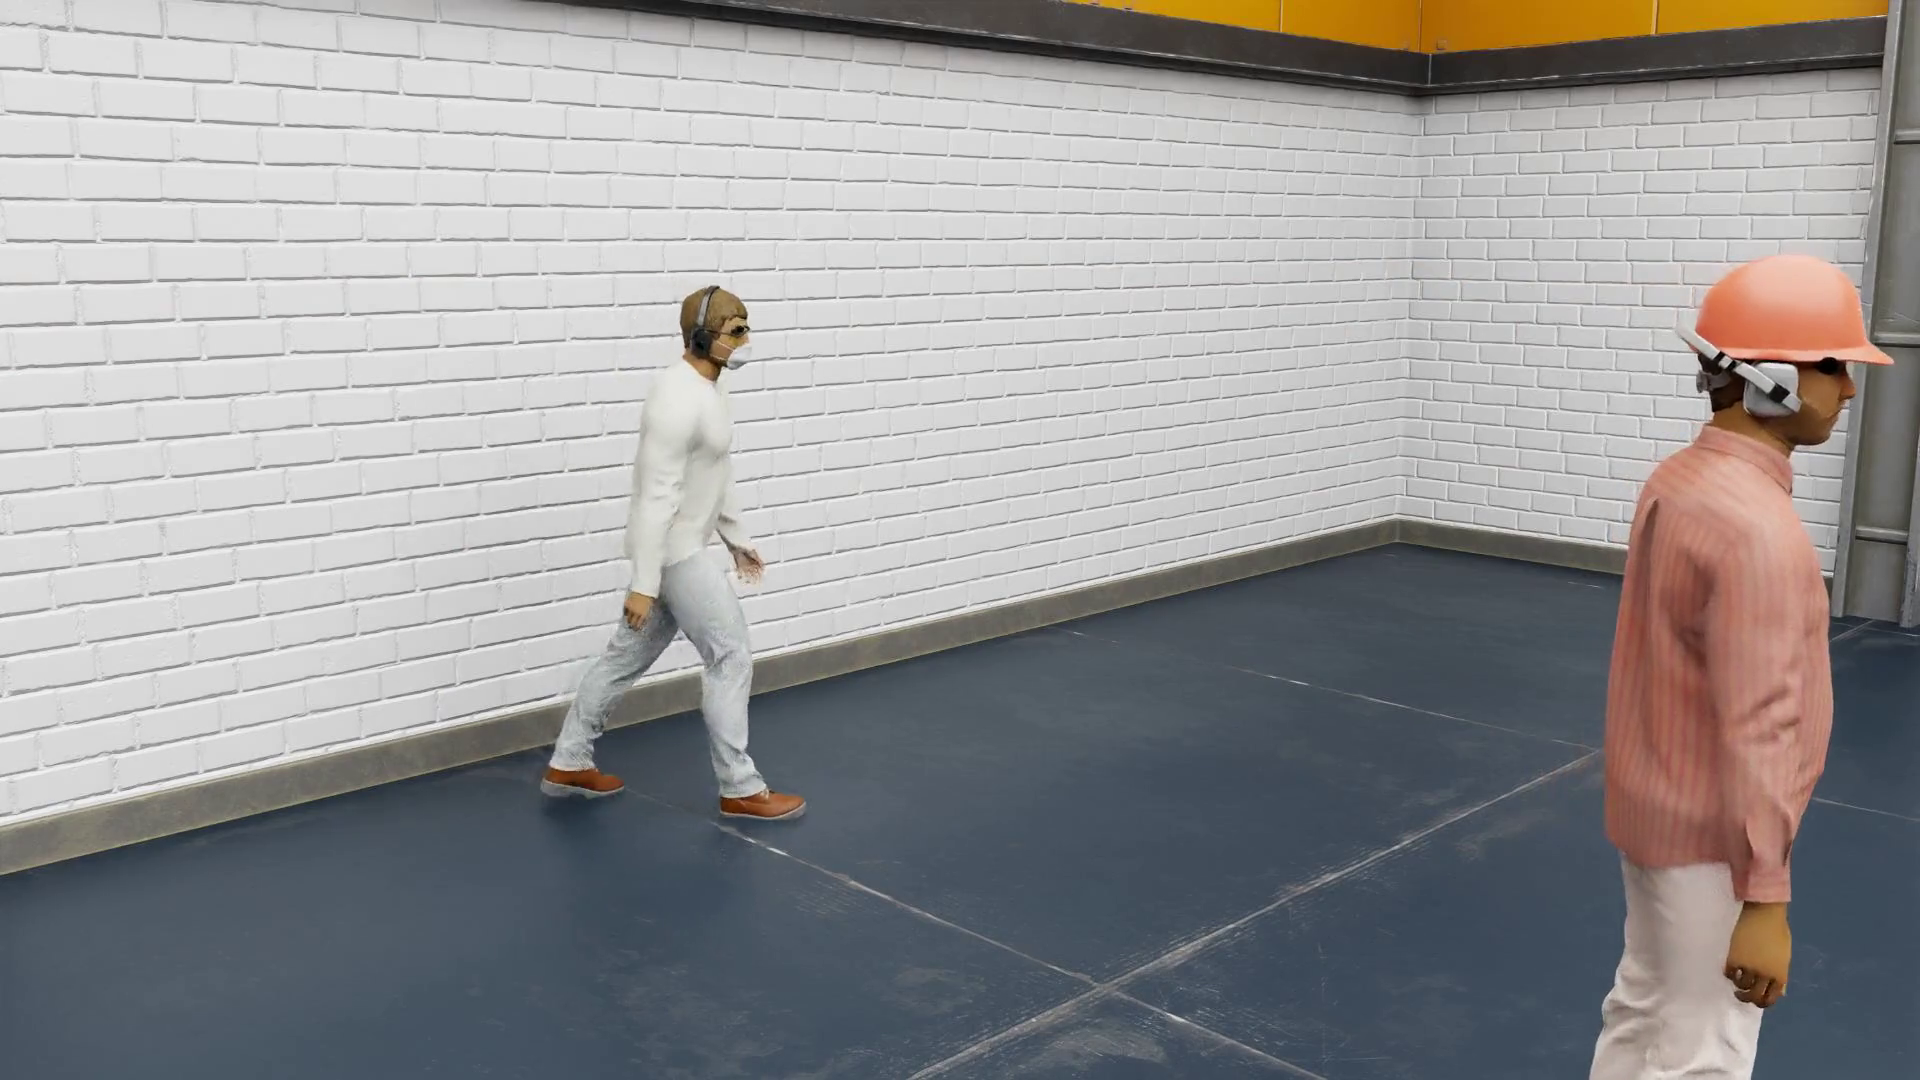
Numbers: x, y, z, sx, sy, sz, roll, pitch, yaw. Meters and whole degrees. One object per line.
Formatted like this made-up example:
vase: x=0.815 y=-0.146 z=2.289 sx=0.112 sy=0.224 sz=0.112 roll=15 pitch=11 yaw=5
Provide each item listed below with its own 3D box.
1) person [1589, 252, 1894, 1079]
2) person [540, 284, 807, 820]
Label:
person: x=1.338 y=0.503 z=2.930 sx=0.395 sy=1.994 sz=0.616 roll=2 pitch=11 yaw=8
person: x=-1.053 y=0.058 z=5.743 sx=0.954 sy=1.879 sz=0.649 roll=-1 pitch=10 yaw=-5
